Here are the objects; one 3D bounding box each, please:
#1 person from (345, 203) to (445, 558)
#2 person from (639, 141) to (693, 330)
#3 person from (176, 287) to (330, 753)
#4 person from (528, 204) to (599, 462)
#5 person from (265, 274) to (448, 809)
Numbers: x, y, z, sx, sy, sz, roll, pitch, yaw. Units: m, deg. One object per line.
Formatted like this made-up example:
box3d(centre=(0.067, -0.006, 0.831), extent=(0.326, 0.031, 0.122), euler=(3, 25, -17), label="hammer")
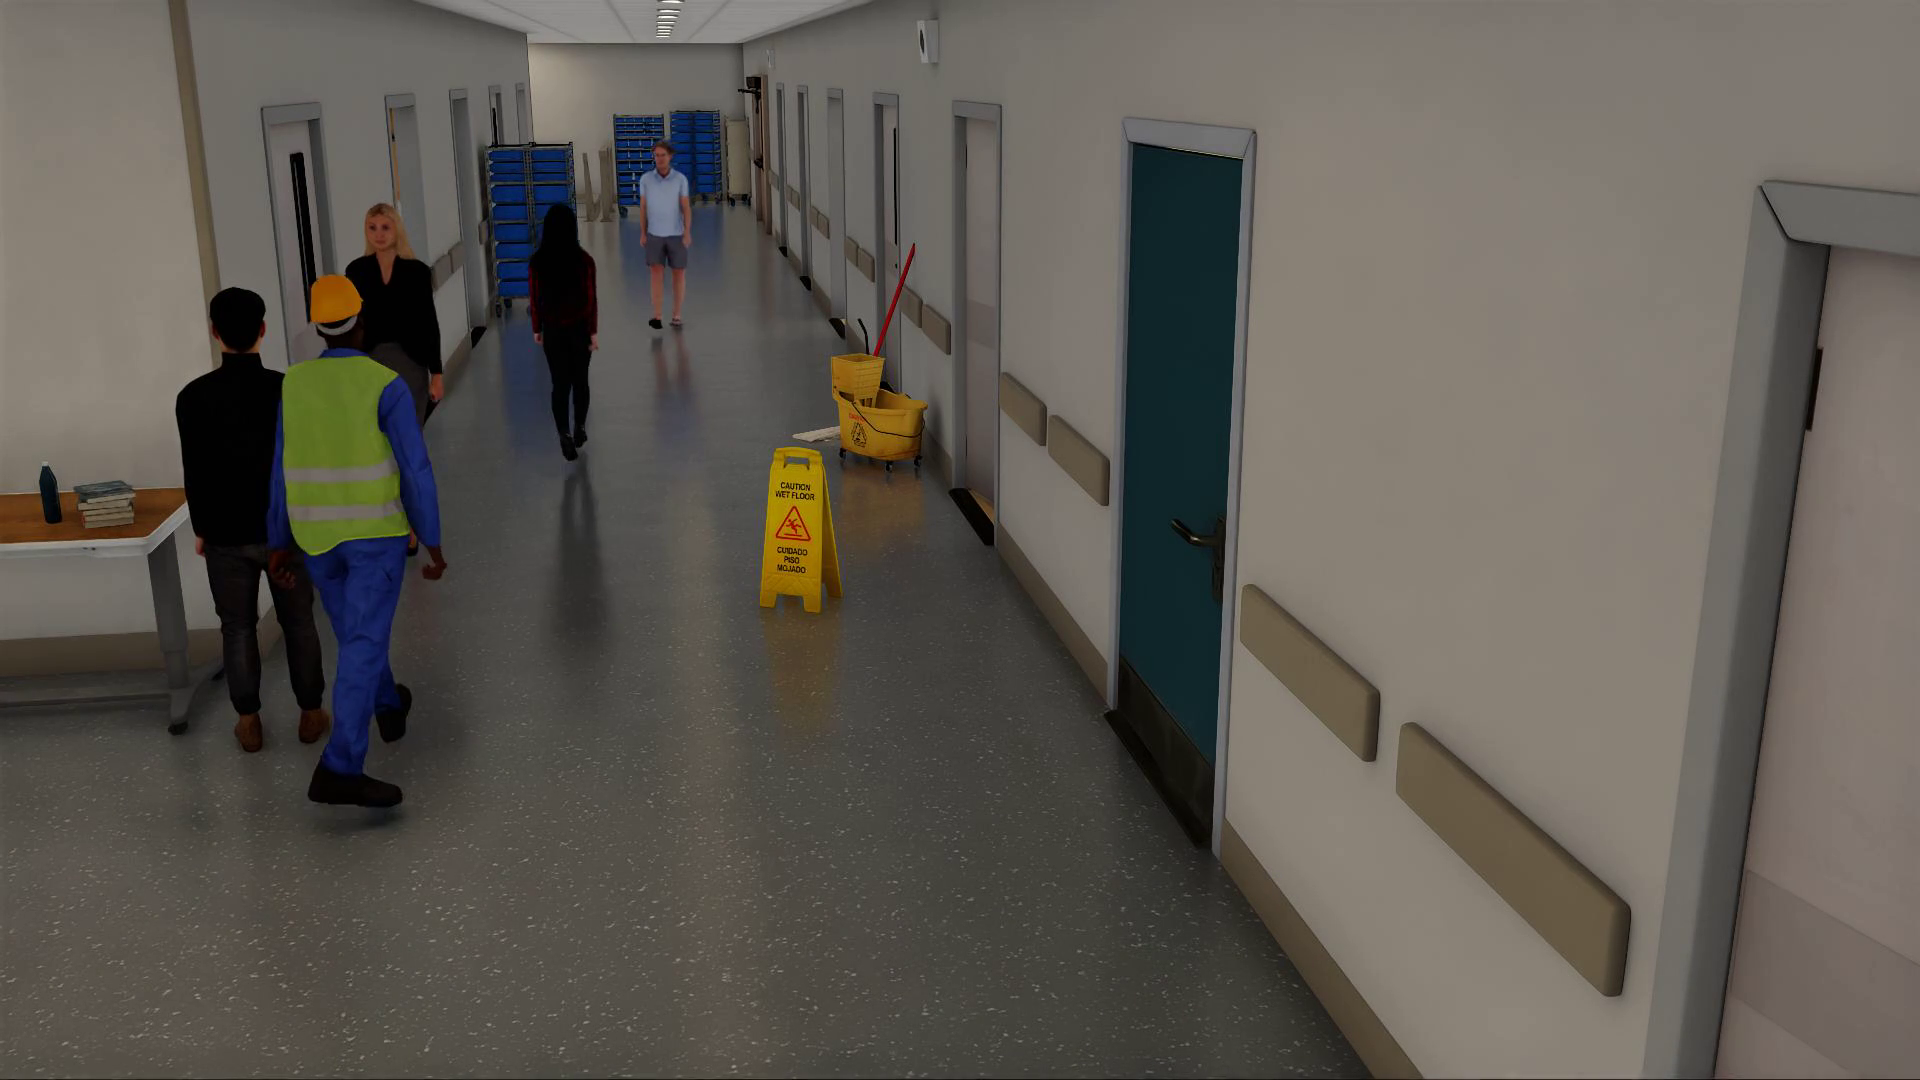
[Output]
box3d(centre=(-2.893, -0.808, 8.579), extent=(0.631, 1.831, 0.612), euler=(-2, 16, -8), label="person")
box3d(centre=(-2.857, -2.977, 16.333), extent=(0.772, 1.798, 1.111), euler=(-1, 16, -2), label="person")
box3d(centre=(-2.608, -0.070, 6.165), extent=(0.687, 1.721, 0.628), euler=(-7, 17, -25), label="person")
box3d(centre=(-2.541, -1.292, 10.690), extent=(0.609, 1.616, 1.068), euler=(-2, 16, -7), label="person")
box3d(centre=(-2.122, 0.032, 5.724), extent=(0.986, 1.762, 1.324), euler=(3, 16, 9), label="person")
